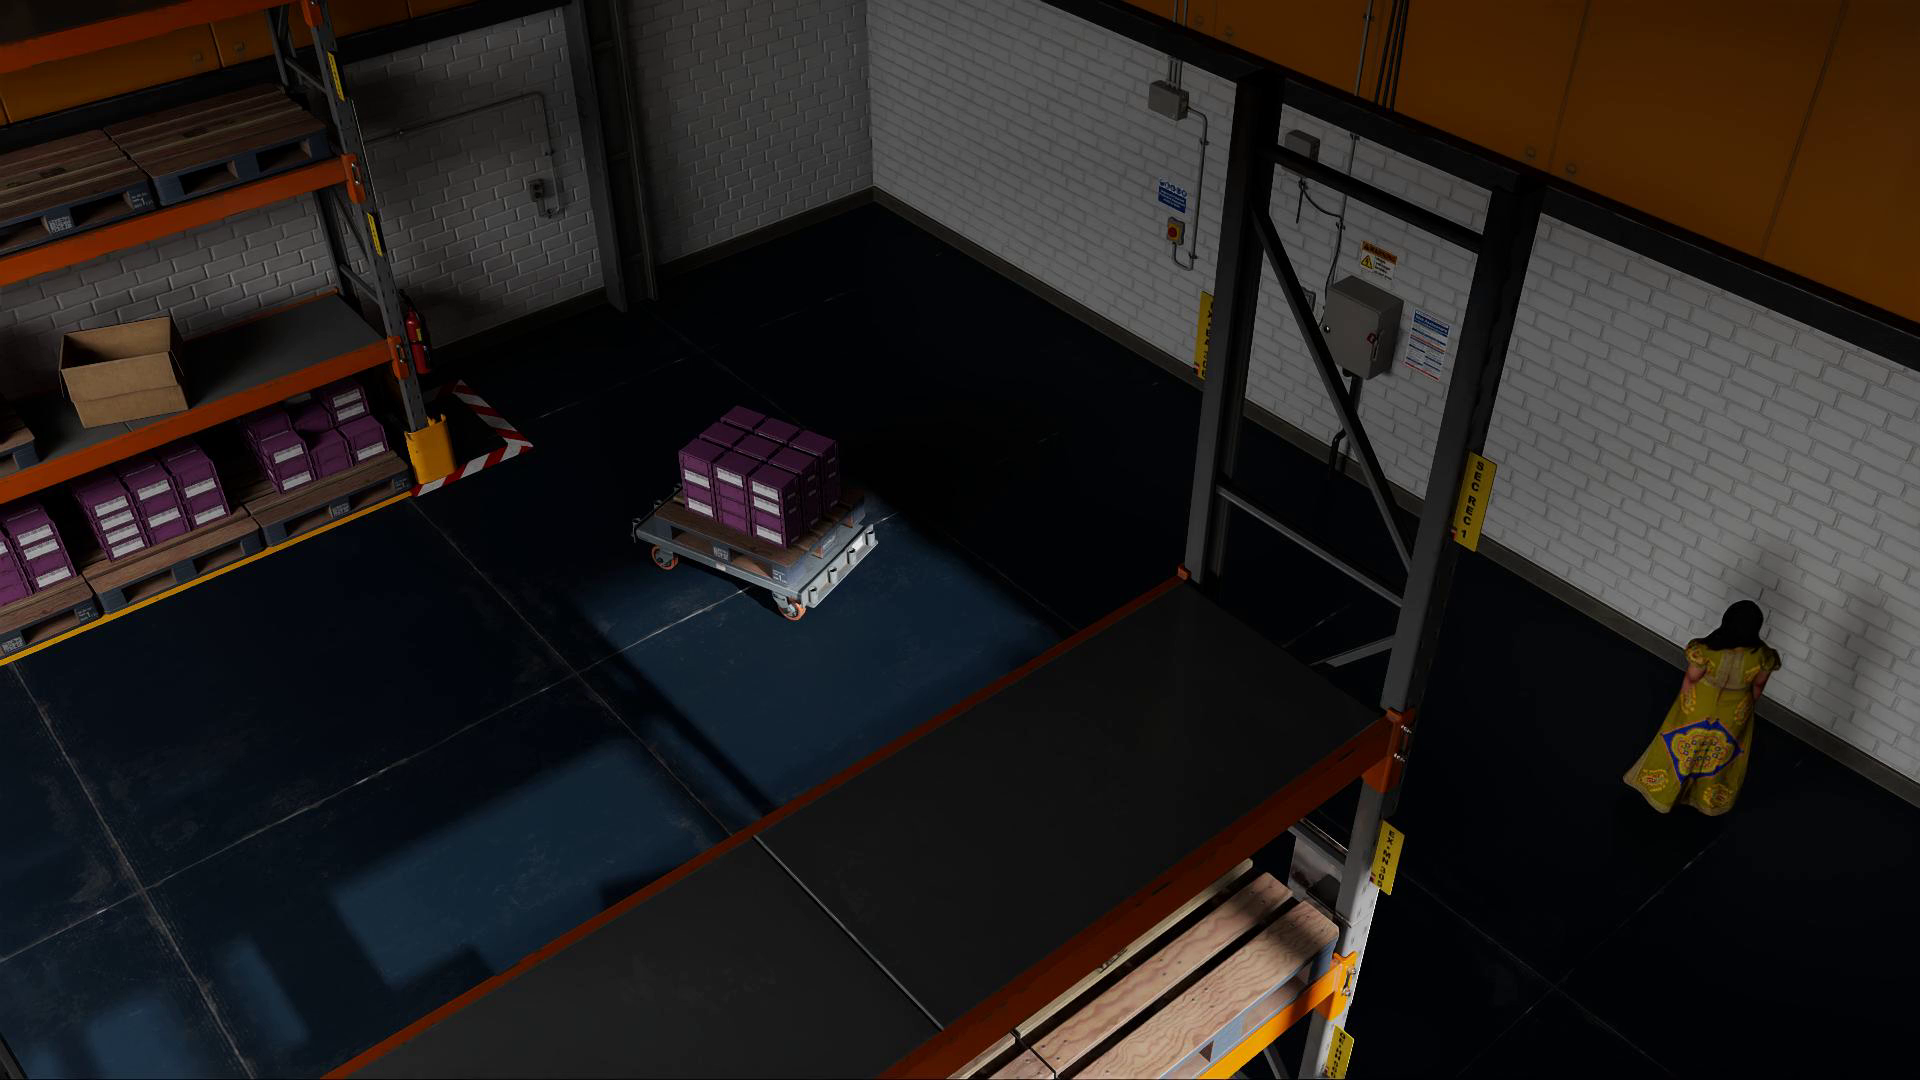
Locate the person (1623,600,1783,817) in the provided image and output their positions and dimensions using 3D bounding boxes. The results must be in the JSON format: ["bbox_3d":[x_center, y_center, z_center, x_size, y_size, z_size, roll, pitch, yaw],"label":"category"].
[{"bbox_3d":[4.623,1.029,10.208,1.001,1.660,1.034,8,39,9],"label":"person"}]
